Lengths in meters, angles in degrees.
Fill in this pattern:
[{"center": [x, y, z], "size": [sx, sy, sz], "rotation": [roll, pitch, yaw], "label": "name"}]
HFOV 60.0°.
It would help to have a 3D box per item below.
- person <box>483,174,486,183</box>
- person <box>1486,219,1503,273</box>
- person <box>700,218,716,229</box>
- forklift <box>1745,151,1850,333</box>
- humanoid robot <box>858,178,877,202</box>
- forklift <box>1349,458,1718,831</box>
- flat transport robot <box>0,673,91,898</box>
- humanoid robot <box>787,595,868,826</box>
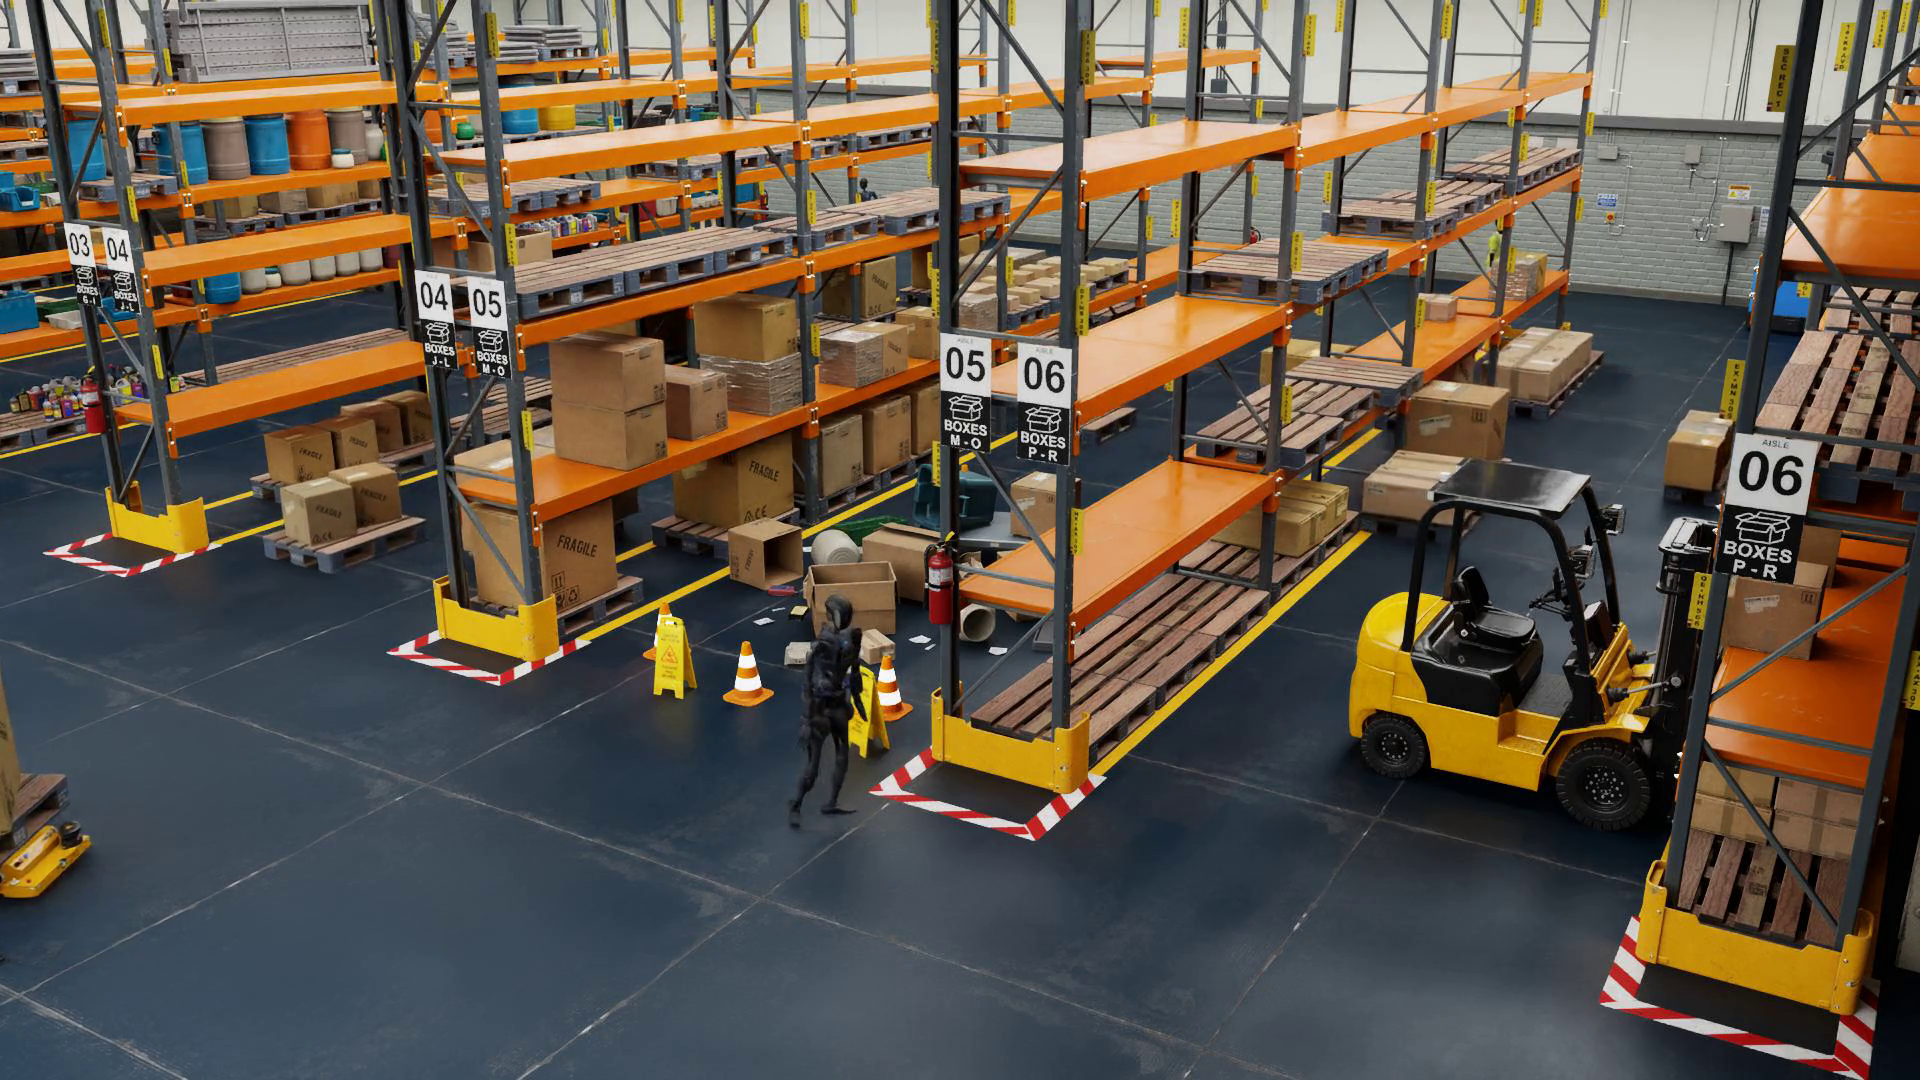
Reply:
[{"center": [-10.354, -7.760, 36.709], "size": [0.333, 1.799, 0.524], "rotation": [3, 19, 9], "label": "person"}, {"center": [8.890, -4.535, 27.538], "size": [0.317, 1.695, 0.539], "rotation": [16, 25, 38], "label": "person"}, {"center": [-5.294, -7.025, 34.758], "size": [0.489, 1.688, 0.350], "rotation": [-6, 20, -17], "label": "person"}, {"center": [13.620, -4.667, 26.137], "size": [1.873, 2.768, 1.129], "rotation": [11, 22, 29], "label": "forklift"}, {"center": [-1.862, -6.309, 32.772], "size": [0.609, 1.620, 0.790], "rotation": [-10, 21, -26], "label": "humanoid robot"}, {"center": [3.988, 0.658, 11.776], "size": [2.313, 2.155, 1.214], "rotation": [11, 22, 29], "label": "forklift"}, {"center": [-6.473, 2.054, 10.677], "size": [1.431, 0.231, 0.659], "rotation": [0, 19, 1], "label": "flat transport robot"}, {"center": [-0.911, 1.123, 11.226], "size": [0.479, 1.644, 0.612], "rotation": [14, 24, 35], "label": "humanoid robot"}]
